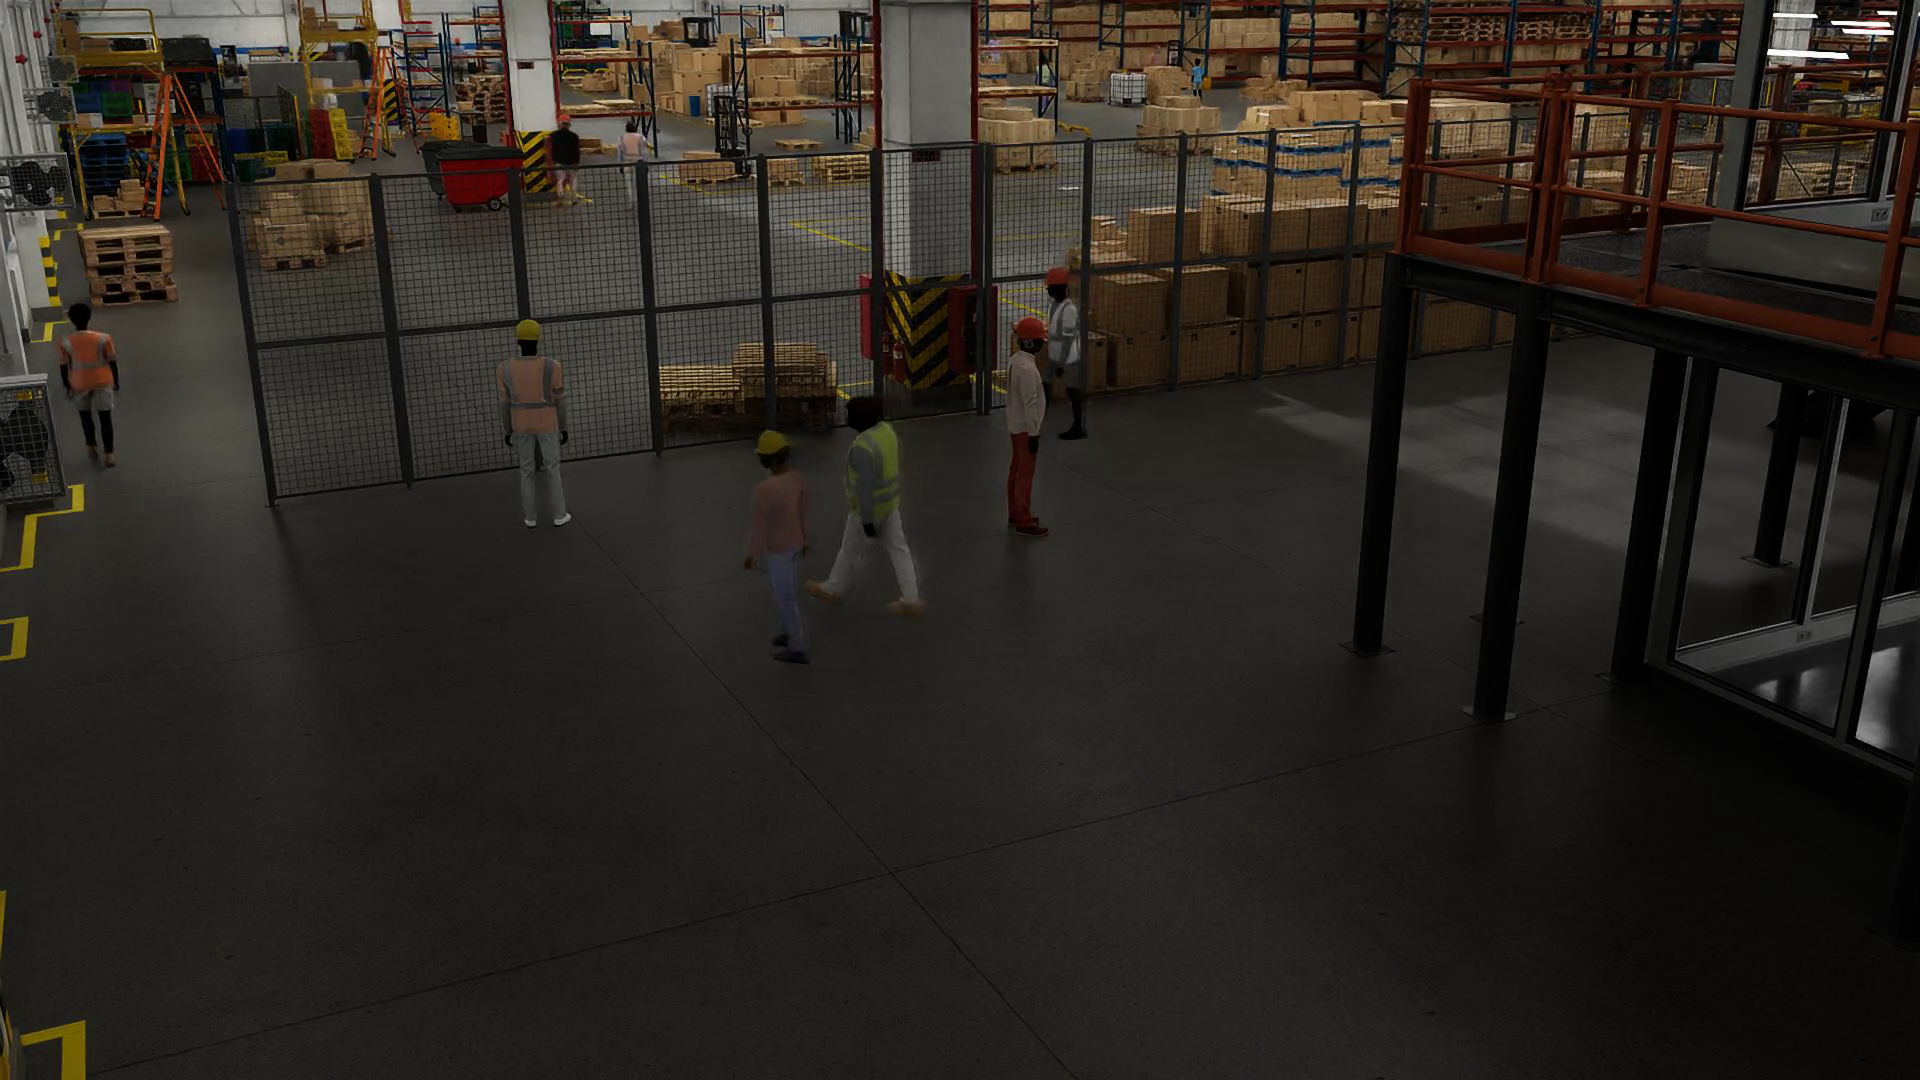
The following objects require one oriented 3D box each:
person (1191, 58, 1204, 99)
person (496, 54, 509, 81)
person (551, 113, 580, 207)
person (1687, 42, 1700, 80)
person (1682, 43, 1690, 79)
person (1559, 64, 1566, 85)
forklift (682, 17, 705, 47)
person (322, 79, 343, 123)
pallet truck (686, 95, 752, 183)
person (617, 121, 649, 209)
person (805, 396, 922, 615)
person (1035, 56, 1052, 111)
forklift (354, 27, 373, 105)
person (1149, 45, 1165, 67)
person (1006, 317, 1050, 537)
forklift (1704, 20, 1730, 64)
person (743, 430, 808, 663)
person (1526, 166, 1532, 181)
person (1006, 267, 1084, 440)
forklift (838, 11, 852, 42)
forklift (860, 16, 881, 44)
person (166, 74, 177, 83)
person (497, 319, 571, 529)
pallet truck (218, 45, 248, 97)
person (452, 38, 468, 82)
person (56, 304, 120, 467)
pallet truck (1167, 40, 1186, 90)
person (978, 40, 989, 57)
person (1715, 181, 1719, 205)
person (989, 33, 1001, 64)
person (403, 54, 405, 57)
[{"bbox_3d":[8.799,-16.996,61.724,0.529,1.697,0.321,-9,21,-25],"label":"person"},{"bbox_3d":[-16.876,-17.130,61.766,0.632,1.924,0.478,-13,23,-34],"label":"person"},{"bbox_3d":[-8.405,-8.088,35.489,0.620,1.976,0.797,0,19,-1],"label":"person"},{"bbox_3d":[31.363,-20.311,71.053,0.647,1.881,0.645,0,19,-1],"label":"person"},{"bbox_3d":[31.863,-20.925,73.060,0.519,1.728,0.679,-7,20,-20],"label":"person"},{"bbox_3d":[21.059,-15.887,58.556,0.786,1.664,0.549,-9,21,-24],"label":"person"},{"bbox_3d":[-11.616,-21.399,72.703,1.129,2.768,1.873,7,20,20],"label":"forklift"},{"bbox_3d":[-18.076,-12.359,48.047,0.764,1.859,0.599,8,20,21],"label":"person"},{"bbox_3d":[-5.836,-9.608,39.856,0.823,1.965,1.885,10,22,27],"label":"pallet truck"},{"bbox_3d":[-6.949,-8.004,35.471,0.654,1.820,0.594,-1,19,-3],"label":"person"},{"bbox_3d":[-0.750,-0.279,13.131,1.009,1.778,0.629,9,21,25],"label":"person"},{"bbox_3d":[3.000,-16.374,59.632,0.619,1.883,0.817,1,19,4],"label":"person"},{"bbox_3d":[-21.891,-17.409,61.135,1.873,2.768,1.129,-9,21,-25],"label":"forklift"},{"bbox_3d":[8.117,-19.206,67.853,0.679,1.872,0.866,-10,22,-28],"label":"person"},{"bbox_3d":[0.603,-1.022,14.970,0.380,1.994,0.618,-4,19,-10],"label":"person"},{"bbox_3d":[31.079,-20.162,69.115,1.873,2.768,1.129,2,19,5],"label":"forklift"},{"bbox_3d":[-1.358,0.054,12.233,0.566,1.749,0.541,8,21,23],"label":"person"},{"bbox_3d":[10.328,-6.072,29.645,0.617,1.980,1.109,-13,23,-33],"label":"person"},{"bbox_3d":[0.960,-1.964,17.843,0.930,1.896,0.570,-8,21,-22],"label":"person"},{"bbox_3d":[-5.744,-25.040,83.256,1.873,2.768,1.129,-9,21,-25],"label":"forklift"},{"bbox_3d":[-4.035,-22.271,75.230,1.129,2.768,1.873,-10,21,-26],"label":"forklift"},{"bbox_3d":[-29.628,-17.180,62.408,0.836,1.600,0.518,5,20,14],"label":"person"},{"bbox_3d":[-3.871,-1.050,15.152,0.585,1.928,0.379,-2,19,-5],"label":"person"},{"bbox_3d":[-28.879,-18.665,66.111,0.823,1.965,1.885,-3,19,-9],"label":"pallet truck"},{"bbox_3d":[-22.348,-21.473,74.414,0.568,1.891,0.957,-11,22,-29],"label":"person"},{"bbox_3d":[-8.996,-1.626,17.228,0.555,1.655,0.859,-10,21,-26],"label":"person"},{"bbox_3d":[9.045,-19.971,69.895,0.823,1.965,1.885,-3,19,-8],"label":"pallet truck"},{"bbox_3d":[1.108,-23.033,79.347,0.522,1.601,0.763,3,19,8],"label":"person"},{"bbox_3d":[13.023,-5.484,27.992,0.634,1.936,0.351,8,21,23],"label":"person"},{"bbox_3d":[1.683,-23.145,79.202,0.657,1.925,0.443,-7,20,-19],"label":"person"},{"bbox_3d":[-22.205,-18.691,66.310,0.861,1.910,0.655,12,22,30],"label":"person"}]
